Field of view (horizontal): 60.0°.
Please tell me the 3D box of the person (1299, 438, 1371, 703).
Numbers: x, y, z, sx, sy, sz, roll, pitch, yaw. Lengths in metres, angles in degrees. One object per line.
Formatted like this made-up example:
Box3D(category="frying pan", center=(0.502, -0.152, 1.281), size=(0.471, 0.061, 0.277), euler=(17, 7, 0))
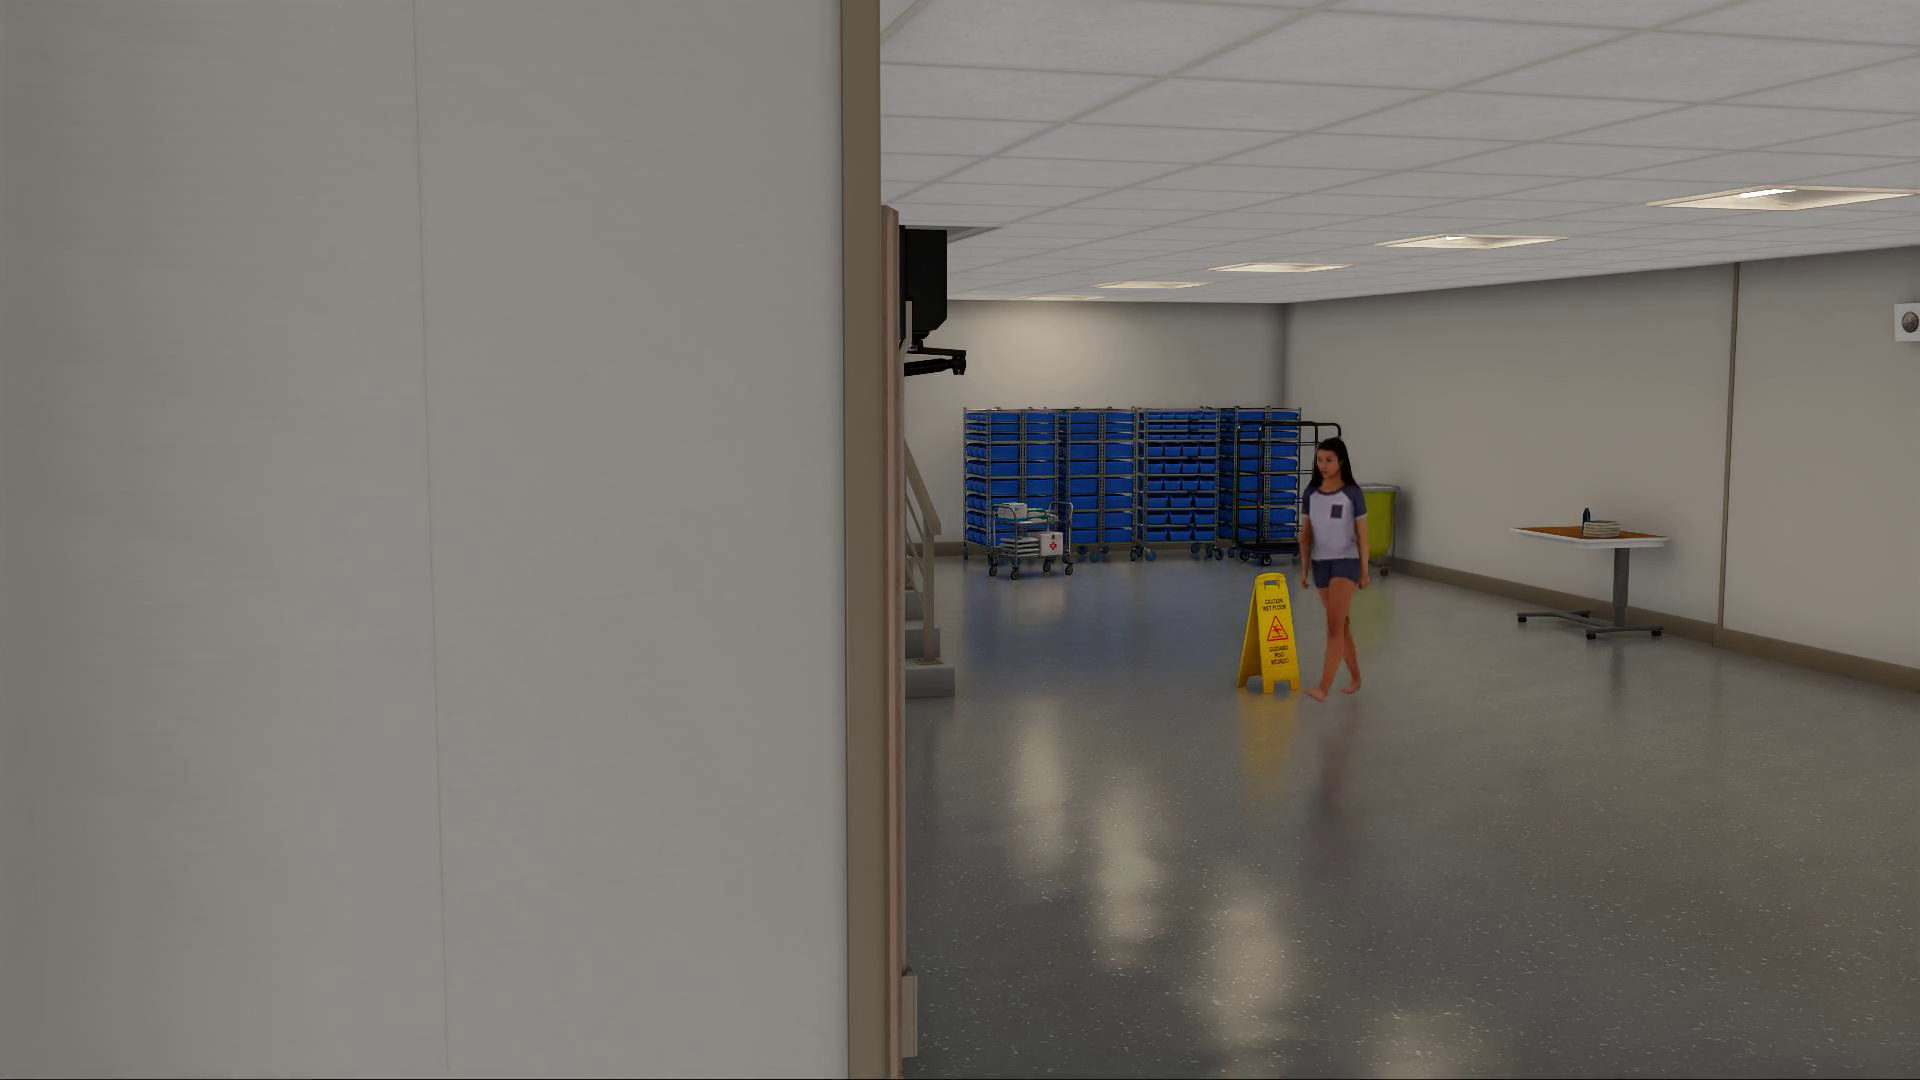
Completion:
Box3D(category="person", center=(2.485, 0.212, 10.838), size=(1.101, 1.685, 1.030), euler=(5, 8, 41))
